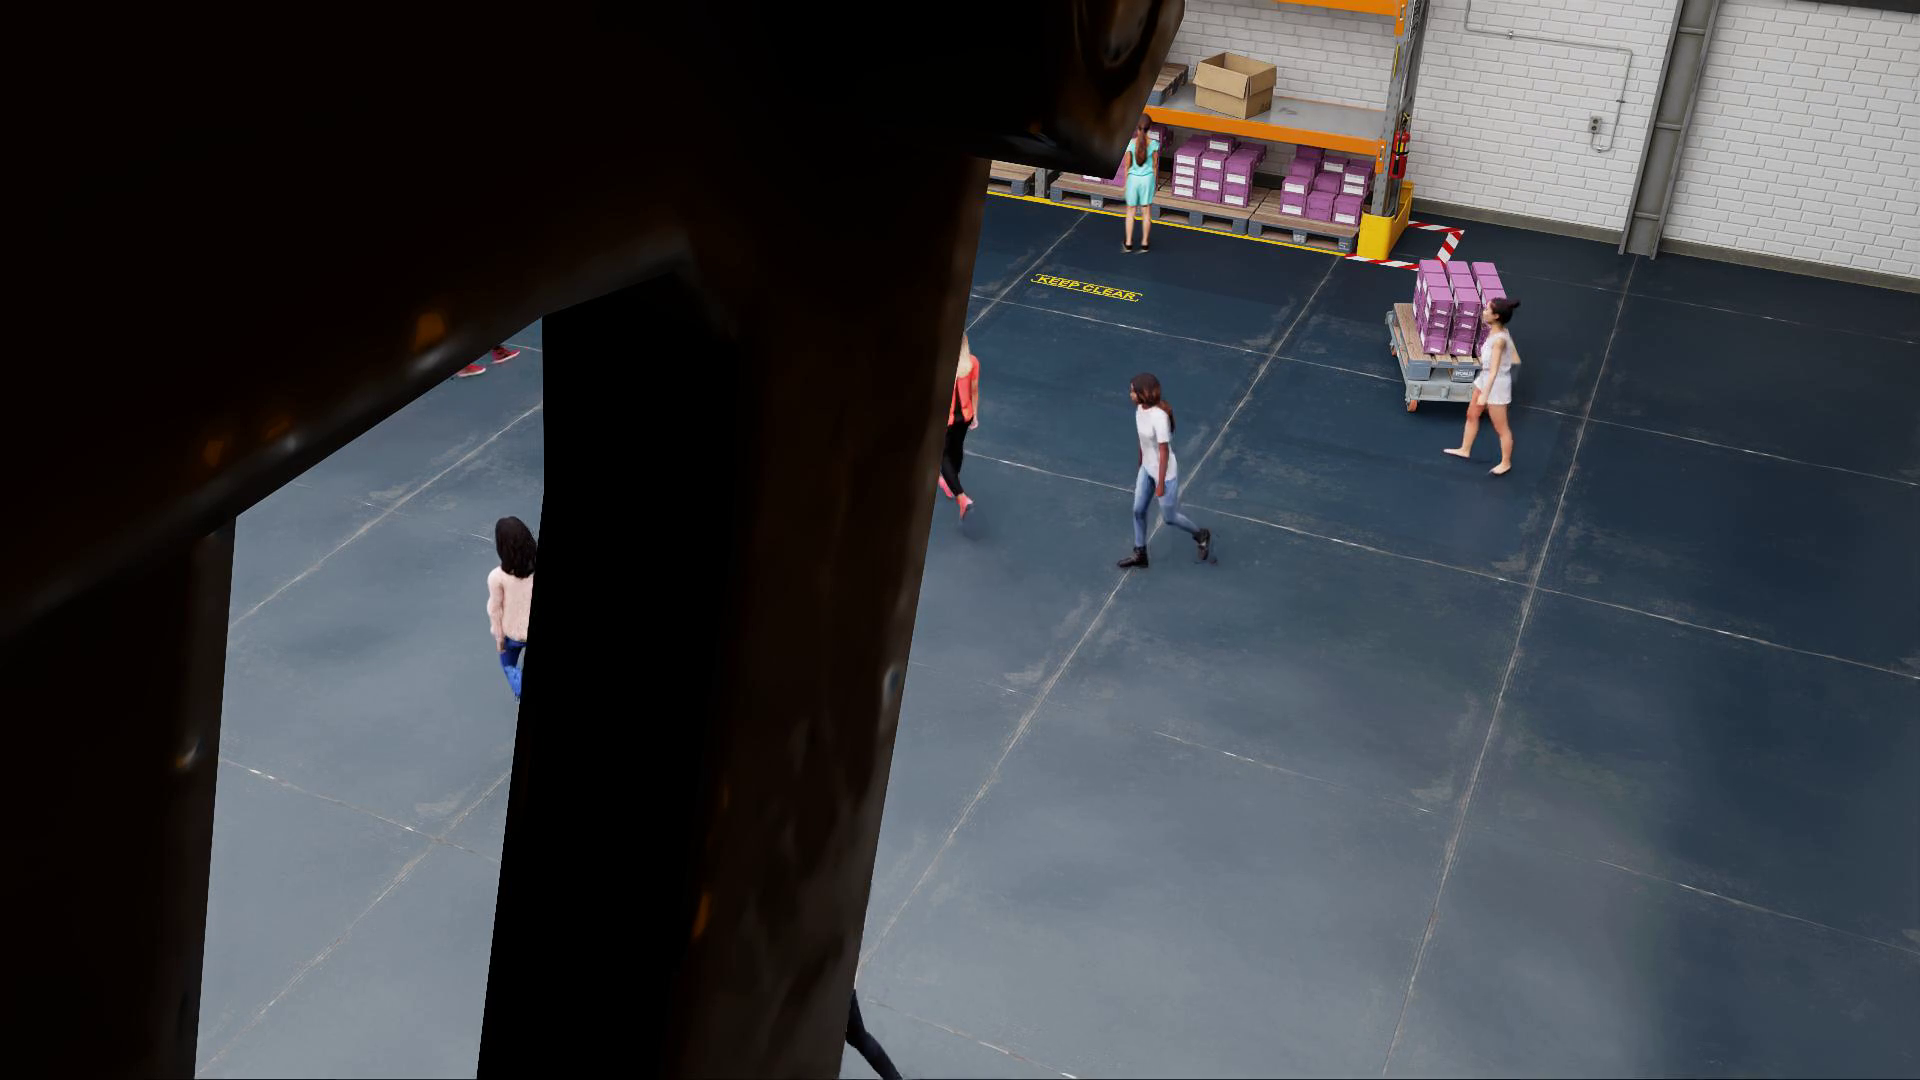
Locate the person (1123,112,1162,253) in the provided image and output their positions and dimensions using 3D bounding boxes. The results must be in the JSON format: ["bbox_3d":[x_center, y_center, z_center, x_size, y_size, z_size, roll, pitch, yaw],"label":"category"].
[{"bbox_3d":[1.989,-3.932,18.275,0.560,1.559,0.667,4,34,6],"label":"person"}]

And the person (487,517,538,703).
[{"bbox_3d":[-2.869,0.658,11.187,0.775,1.759,0.794,-20,39,-27],"label":"person"}]

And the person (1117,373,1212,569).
[{"bbox_3d":[1.617,-0.520,13.023,1.080,1.689,1.035,-17,37,-23],"label":"person"}]

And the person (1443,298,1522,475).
[{"bbox_3d":[4.651,-1.322,14.319,0.871,1.589,0.711,2,34,2],"label":"person"}]

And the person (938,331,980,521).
[{"bbox_3d":[-0.041,-0.953,13.690,1.027,1.672,1.108,-12,35,-17],"label":"person"}]
